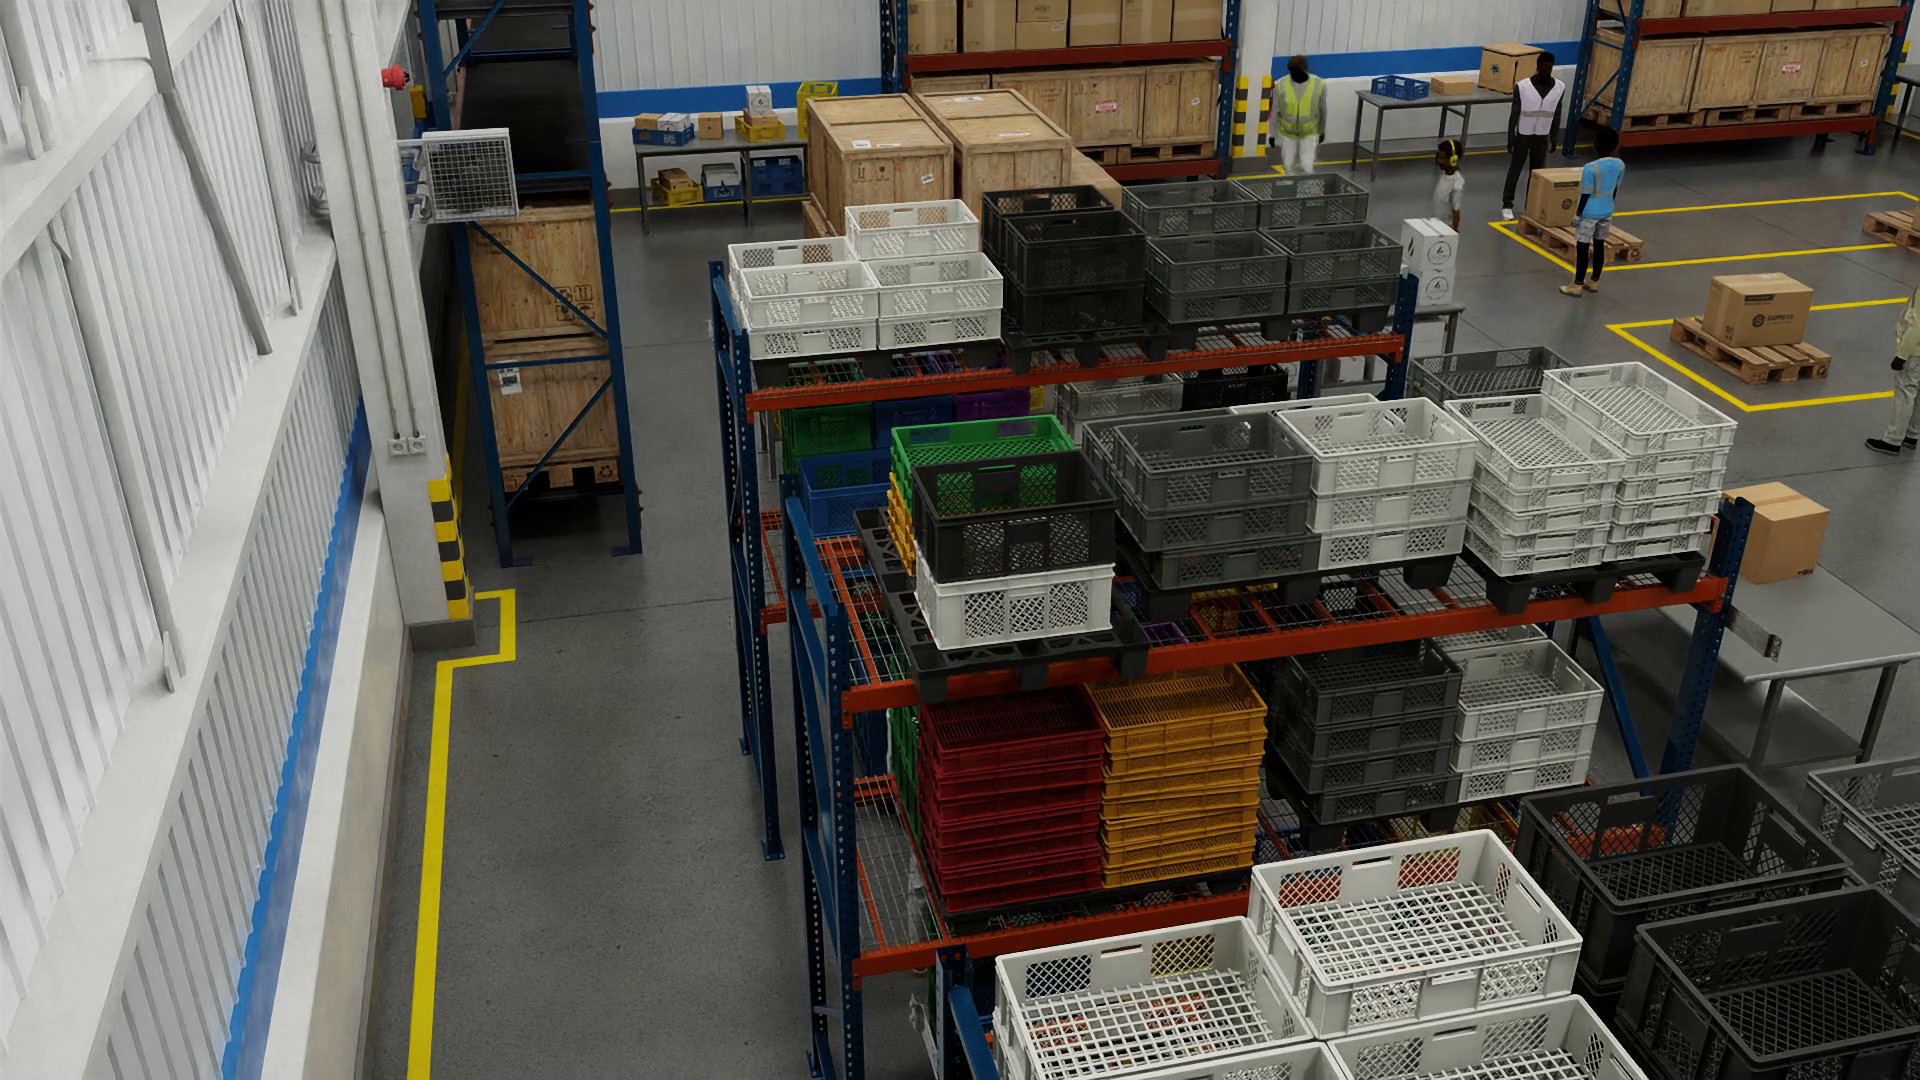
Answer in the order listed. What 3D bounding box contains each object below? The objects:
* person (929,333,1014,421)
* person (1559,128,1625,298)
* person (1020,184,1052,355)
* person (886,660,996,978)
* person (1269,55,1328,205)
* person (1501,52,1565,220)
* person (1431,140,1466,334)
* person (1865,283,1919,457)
[{"bbox_3d":[0.088,-0.954,12.051,0.627,1.941,0.370,1,28,1],"label":"person"},{"bbox_3d":[6.383,-3.296,16.751,0.541,1.696,0.315,-15,31,-26],"label":"person"},{"bbox_3d":[0.605,-2.165,14.411,0.422,1.886,0.644,6,28,11],"label":"person"},{"bbox_3d":[-0.060,1.299,7.836,0.573,1.884,0.356,13,30,22],"label":"person"},{"bbox_3d":[3.932,-4.760,19.417,0.645,1.805,0.510,8,29,15],"label":"person"},{"bbox_3d":[6.557,-4.634,19.067,0.592,1.910,0.383,-2,28,-3],"label":"person"},{"bbox_3d":[4.568,-2.840,15.747,0.551,1.872,0.573,-1,28,-2],"label":"person"},{"bbox_3d":[7.698,-1.568,13.328,0.602,1.830,0.404,-16,32,-27],"label":"person"}]
